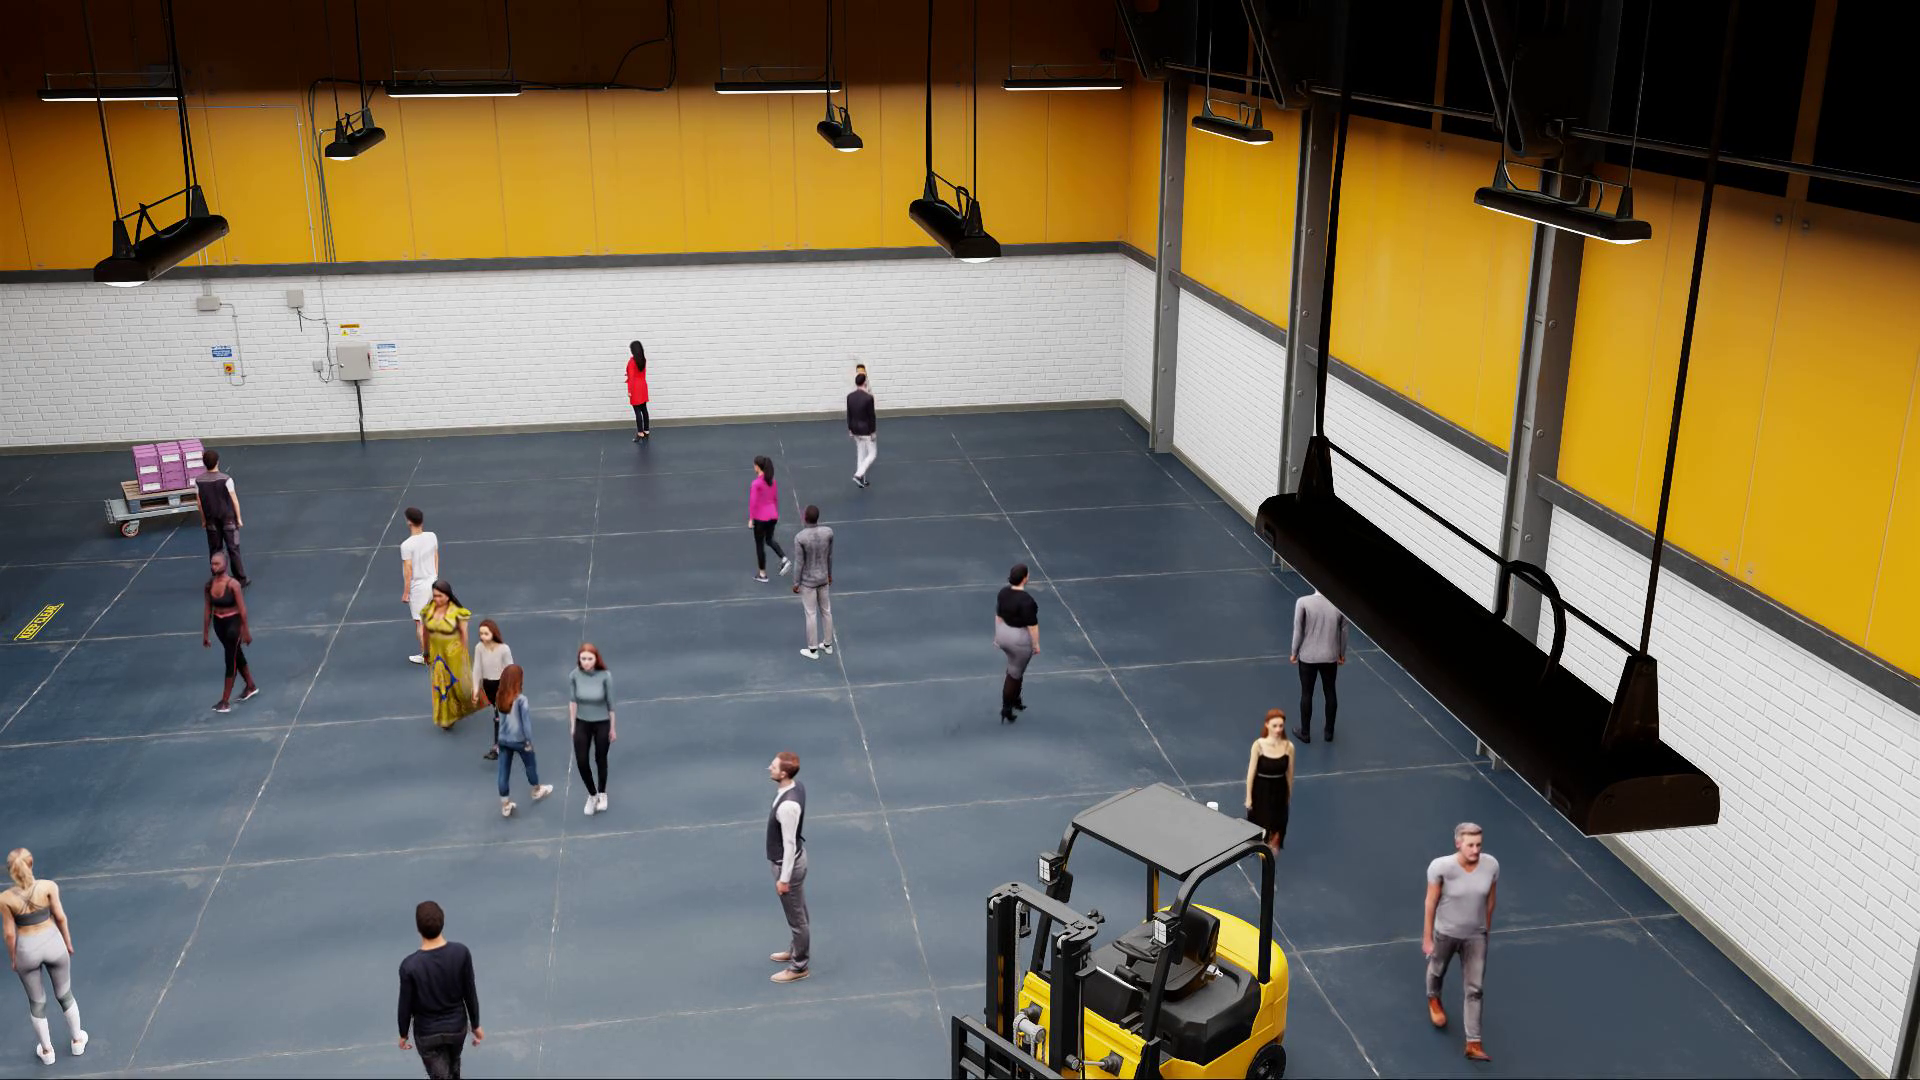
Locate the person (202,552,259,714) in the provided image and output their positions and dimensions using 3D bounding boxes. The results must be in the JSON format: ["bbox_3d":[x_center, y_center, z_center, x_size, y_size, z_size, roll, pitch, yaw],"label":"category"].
[{"bbox_3d":[-7.868,0.946,18.062,0.905,1.727,1.158,5,19,14],"label":"person"}]

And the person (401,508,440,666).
[{"bbox_3d":[-6.175,0.520,19.135,0.828,1.848,0.740,10,21,27],"label":"person"}]

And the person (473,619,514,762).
[{"bbox_3d":[-4.685,1.476,16.935,0.787,1.441,1.046,4,19,10],"label":"person"}]

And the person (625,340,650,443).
[{"bbox_3d":[-5.495,-2.555,28.422,0.791,1.749,0.713,8,20,23],"label":"person"}]

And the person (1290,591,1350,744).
[{"bbox_3d":[3.696,1.169,17.095,0.766,1.920,0.677,-1,19,-2],"label":"person"}]

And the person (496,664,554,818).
[{"bbox_3d":[-4.237,1.907,15.630,0.848,1.457,0.955,6,20,18],"label":"person"}]

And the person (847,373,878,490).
[{"bbox_3d":[-1.541,-1.637,25.573,0.878,1.829,0.938,11,22,30],"label":"person"}]

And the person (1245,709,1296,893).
[{"bbox_3d":[2.673,2.206,14.501,0.646,1.611,0.920,-1,19,-3],"label":"person"}]

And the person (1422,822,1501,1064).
[{"bbox_3d":[3.645,2.861,12.287,0.831,1.783,1.211,-1,19,-2],"label":"person"}]

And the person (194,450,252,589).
[{"bbox_3d":[-9.544,-0.262,21.460,0.660,1.848,0.577,-2,19,-5],"label":"person"}]

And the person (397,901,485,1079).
[{"bbox_3d":[-3.379,3.297,10.937,1.003,1.818,1.273,-13,23,-34],"label":"person"}]

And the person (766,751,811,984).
[{"bbox_3d":[-1.328,2.528,13.034,0.741,1.938,0.538,-1,19,-3],"label":"person"}]

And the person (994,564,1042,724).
[{"bbox_3d":[0.518,1.117,17.533,0.864,1.741,0.778,-13,23,-34],"label":"person"}]

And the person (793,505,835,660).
[{"bbox_3d":[-1.680,0.471,19.298,0.761,1.838,0.716,-13,22,-33],"label":"person"}]

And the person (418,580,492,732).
[{"bbox_3d":[-5.365,1.173,17.511,0.942,1.647,1.047,2,19,4],"label":"person"}]

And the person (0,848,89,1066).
[{"bbox_3d":[-6.646,2.990,12.023,0.633,1.707,0.646,-11,22,-30],"label":"person"}]

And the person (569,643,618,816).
[{"bbox_3d":[-3.443,1.743,15.698,0.653,1.725,0.678,0,19,-1],"label":"person"}]

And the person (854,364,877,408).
[{"bbox_3d":[-1.654,-2.338,28.258,0.571,1.442,0.871,-3,19,-8],"label":"person"}]

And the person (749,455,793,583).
[{"bbox_3d":[-2.463,-0.265,21.725,0.936,1.683,0.877,10,21,27],"label":"person"}]
